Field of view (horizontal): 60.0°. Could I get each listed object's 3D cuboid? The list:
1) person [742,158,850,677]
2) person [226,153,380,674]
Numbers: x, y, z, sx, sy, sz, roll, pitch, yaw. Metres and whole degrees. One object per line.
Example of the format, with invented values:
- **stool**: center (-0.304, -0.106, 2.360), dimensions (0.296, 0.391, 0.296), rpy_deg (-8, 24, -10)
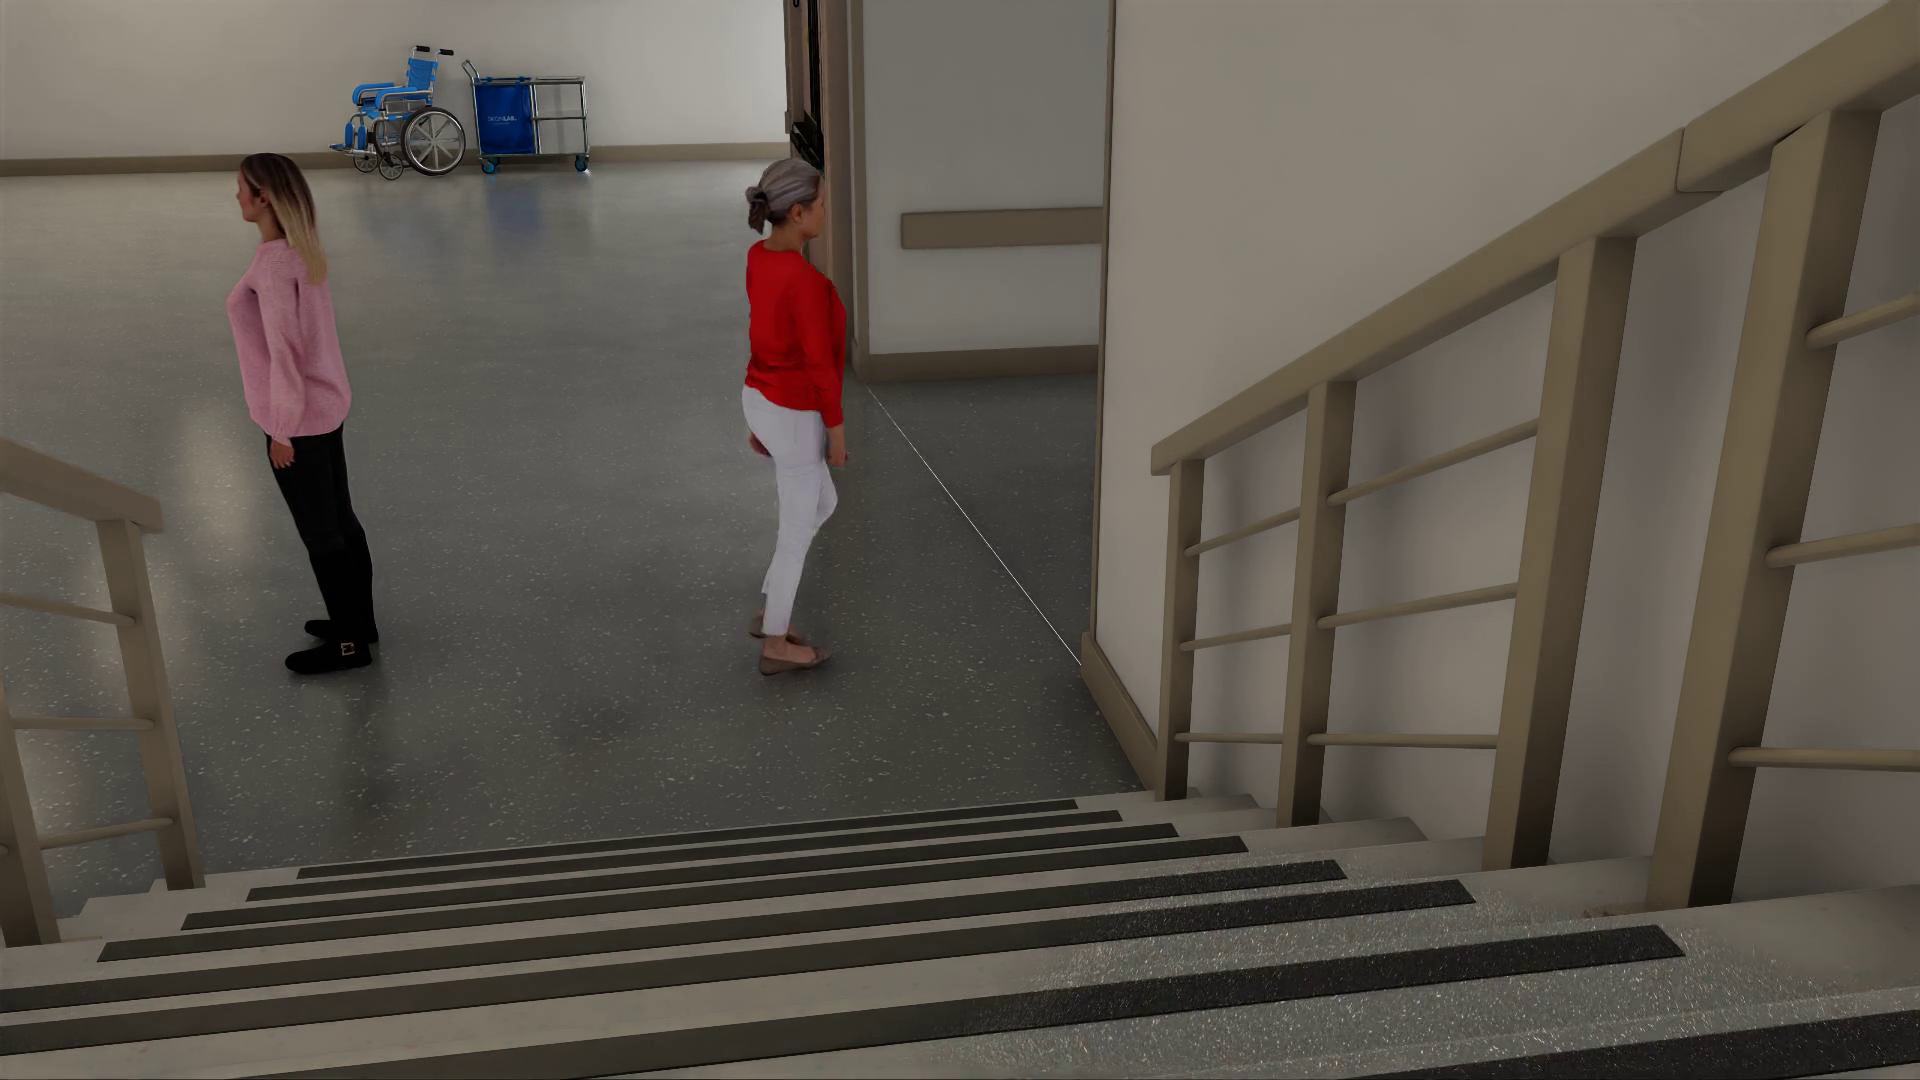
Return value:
- **person**: center (-0.607, -0.333, 5.210), dimensions (0.720, 1.683, 0.634), rpy_deg (-14, 25, -32)
- **person**: center (-2.108, -0.400, 5.382), dimensions (0.669, 1.687, 0.488), rpy_deg (-2, 21, -6)
